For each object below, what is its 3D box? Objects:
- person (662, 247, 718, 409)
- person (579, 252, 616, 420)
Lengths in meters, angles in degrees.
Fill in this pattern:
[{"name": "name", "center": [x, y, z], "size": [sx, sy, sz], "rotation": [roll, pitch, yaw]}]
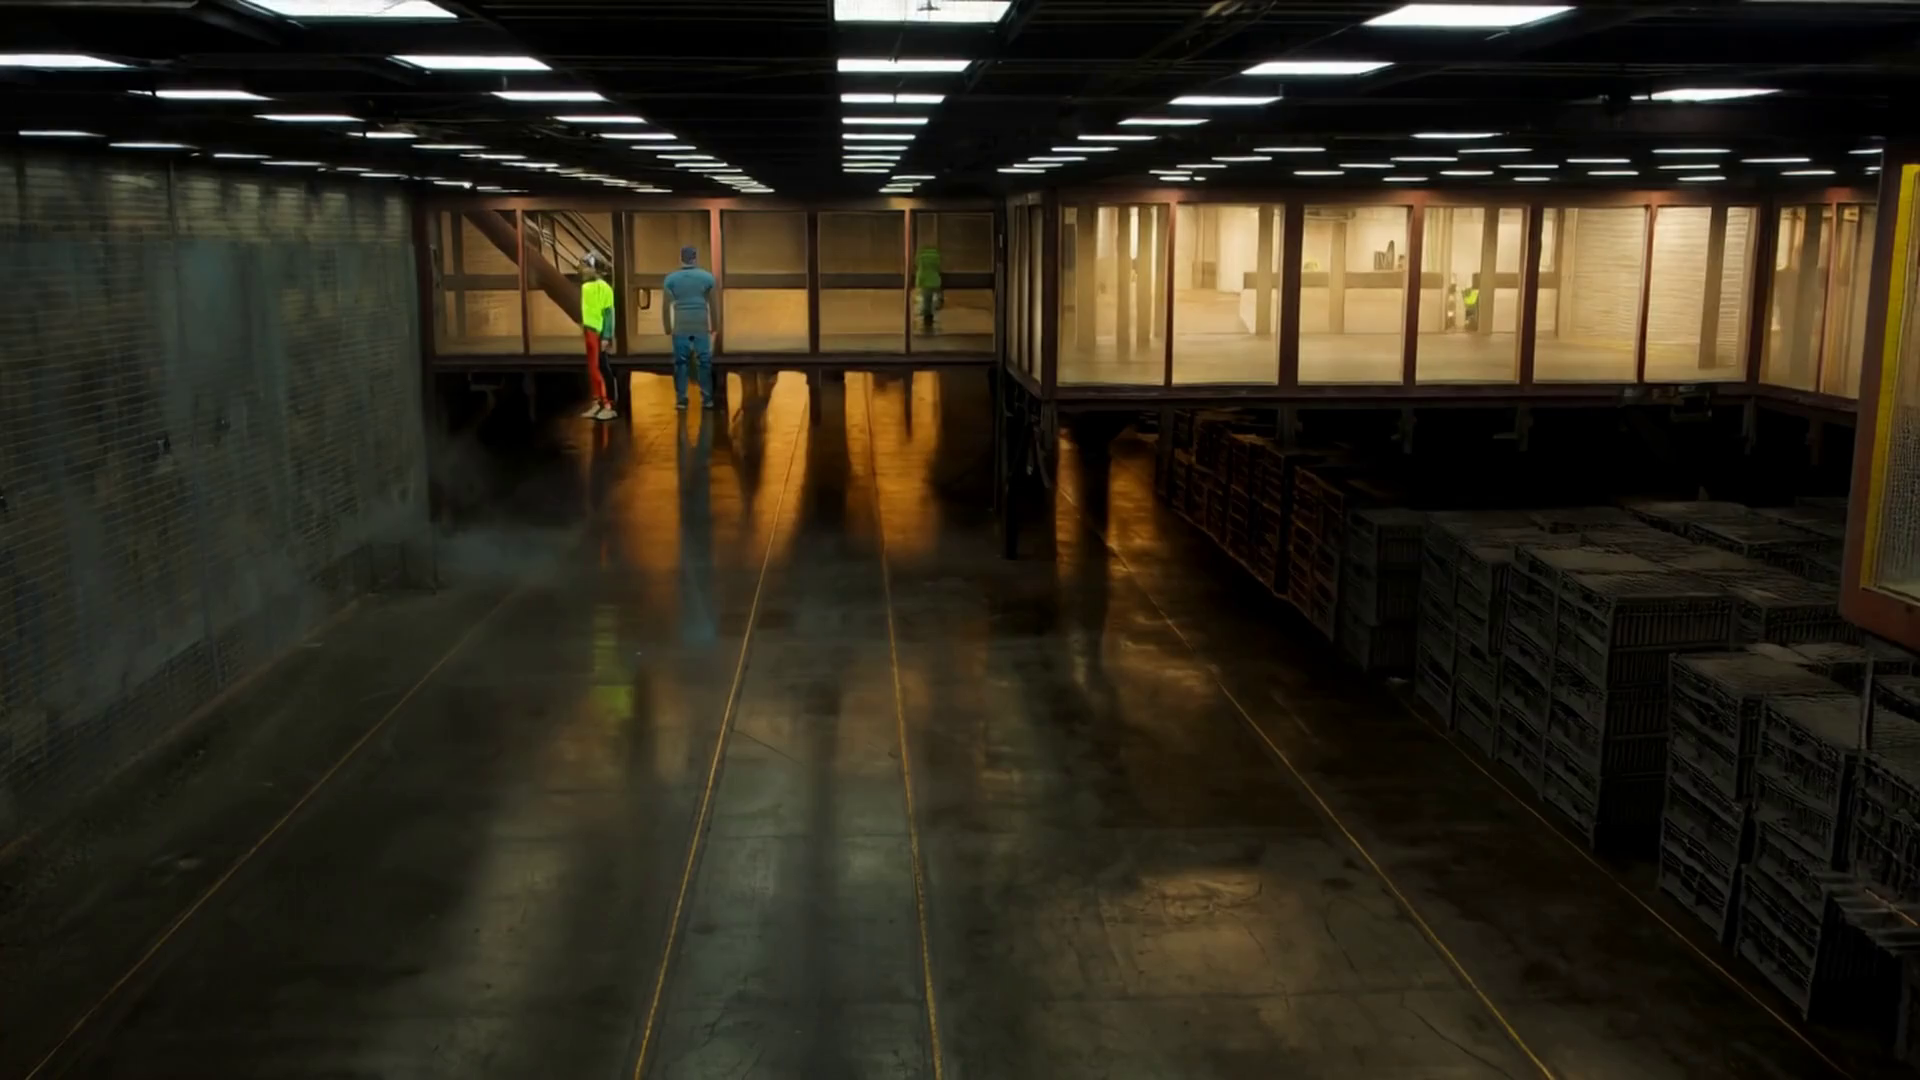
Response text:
[{"name": "person", "center": [-3.178, -2.492, 19.625], "size": [0.651, 1.906, 0.403], "rotation": [-2, 11, -11]}, {"name": "person", "center": [-4.078, -2.271, 18.586], "size": [0.504, 1.861, 0.329], "rotation": [9, 14, 39]}]
